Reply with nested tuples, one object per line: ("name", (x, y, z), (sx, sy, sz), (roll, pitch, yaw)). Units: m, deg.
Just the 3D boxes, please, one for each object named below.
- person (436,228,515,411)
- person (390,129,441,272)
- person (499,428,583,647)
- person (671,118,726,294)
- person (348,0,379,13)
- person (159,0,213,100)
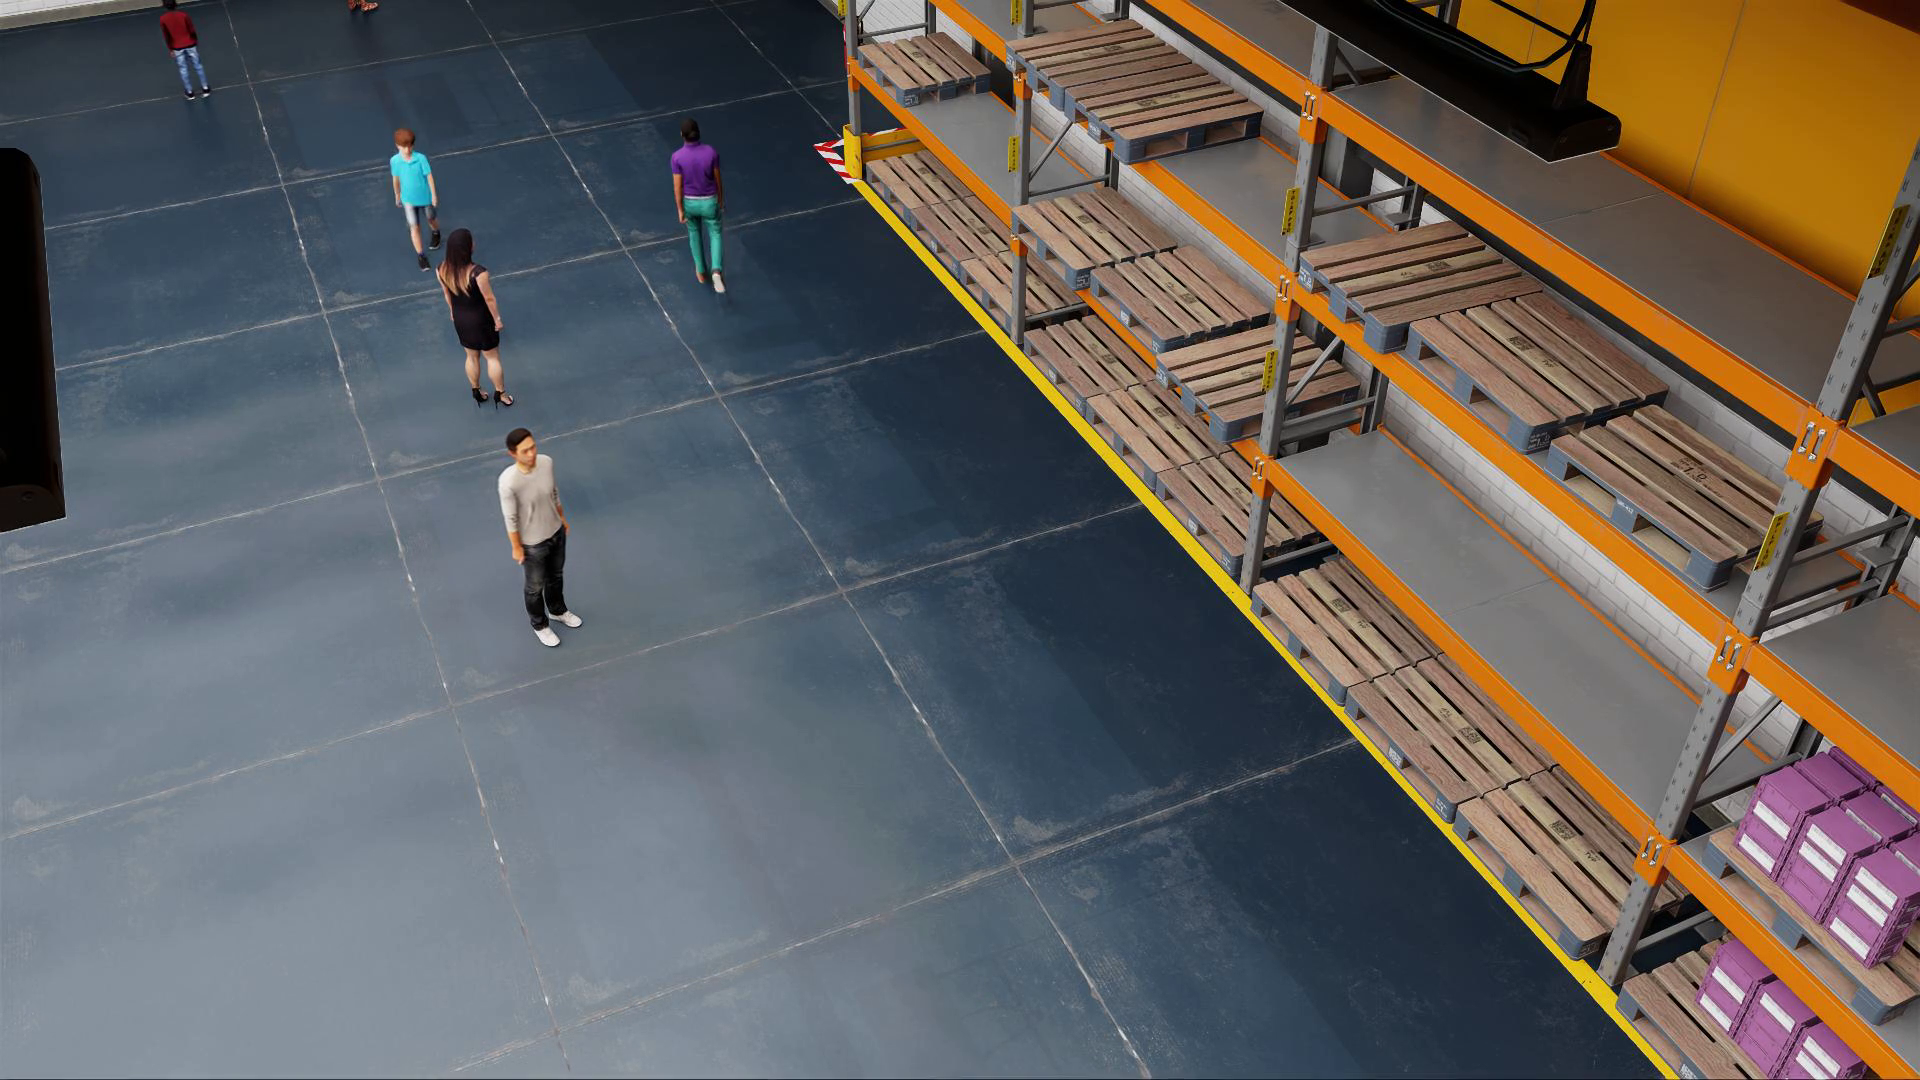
("person", (-4.185, -1.894, 14.355), (0.752, 1.718, 0.801), (10, 40, 13))
("person", (-5.409, -3.468, 16.563), (0.676, 1.422, 1.005), (-7, 39, -9))
("person", (-3.044, -0.056, 11.979), (0.727, 1.811, 0.736), (23, 44, 26))
("person", (-2.467, -3.167, 15.924), (0.777, 1.750, 1.038), (-7, 39, -9))
("person", (-8.023, -7.770, 21.713), (0.651, 1.719, 0.727), (16, 41, 19))
("person", (-9.202, -5.864, 19.697), (0.513, 1.255, 0.490), (-19, 42, -22))
